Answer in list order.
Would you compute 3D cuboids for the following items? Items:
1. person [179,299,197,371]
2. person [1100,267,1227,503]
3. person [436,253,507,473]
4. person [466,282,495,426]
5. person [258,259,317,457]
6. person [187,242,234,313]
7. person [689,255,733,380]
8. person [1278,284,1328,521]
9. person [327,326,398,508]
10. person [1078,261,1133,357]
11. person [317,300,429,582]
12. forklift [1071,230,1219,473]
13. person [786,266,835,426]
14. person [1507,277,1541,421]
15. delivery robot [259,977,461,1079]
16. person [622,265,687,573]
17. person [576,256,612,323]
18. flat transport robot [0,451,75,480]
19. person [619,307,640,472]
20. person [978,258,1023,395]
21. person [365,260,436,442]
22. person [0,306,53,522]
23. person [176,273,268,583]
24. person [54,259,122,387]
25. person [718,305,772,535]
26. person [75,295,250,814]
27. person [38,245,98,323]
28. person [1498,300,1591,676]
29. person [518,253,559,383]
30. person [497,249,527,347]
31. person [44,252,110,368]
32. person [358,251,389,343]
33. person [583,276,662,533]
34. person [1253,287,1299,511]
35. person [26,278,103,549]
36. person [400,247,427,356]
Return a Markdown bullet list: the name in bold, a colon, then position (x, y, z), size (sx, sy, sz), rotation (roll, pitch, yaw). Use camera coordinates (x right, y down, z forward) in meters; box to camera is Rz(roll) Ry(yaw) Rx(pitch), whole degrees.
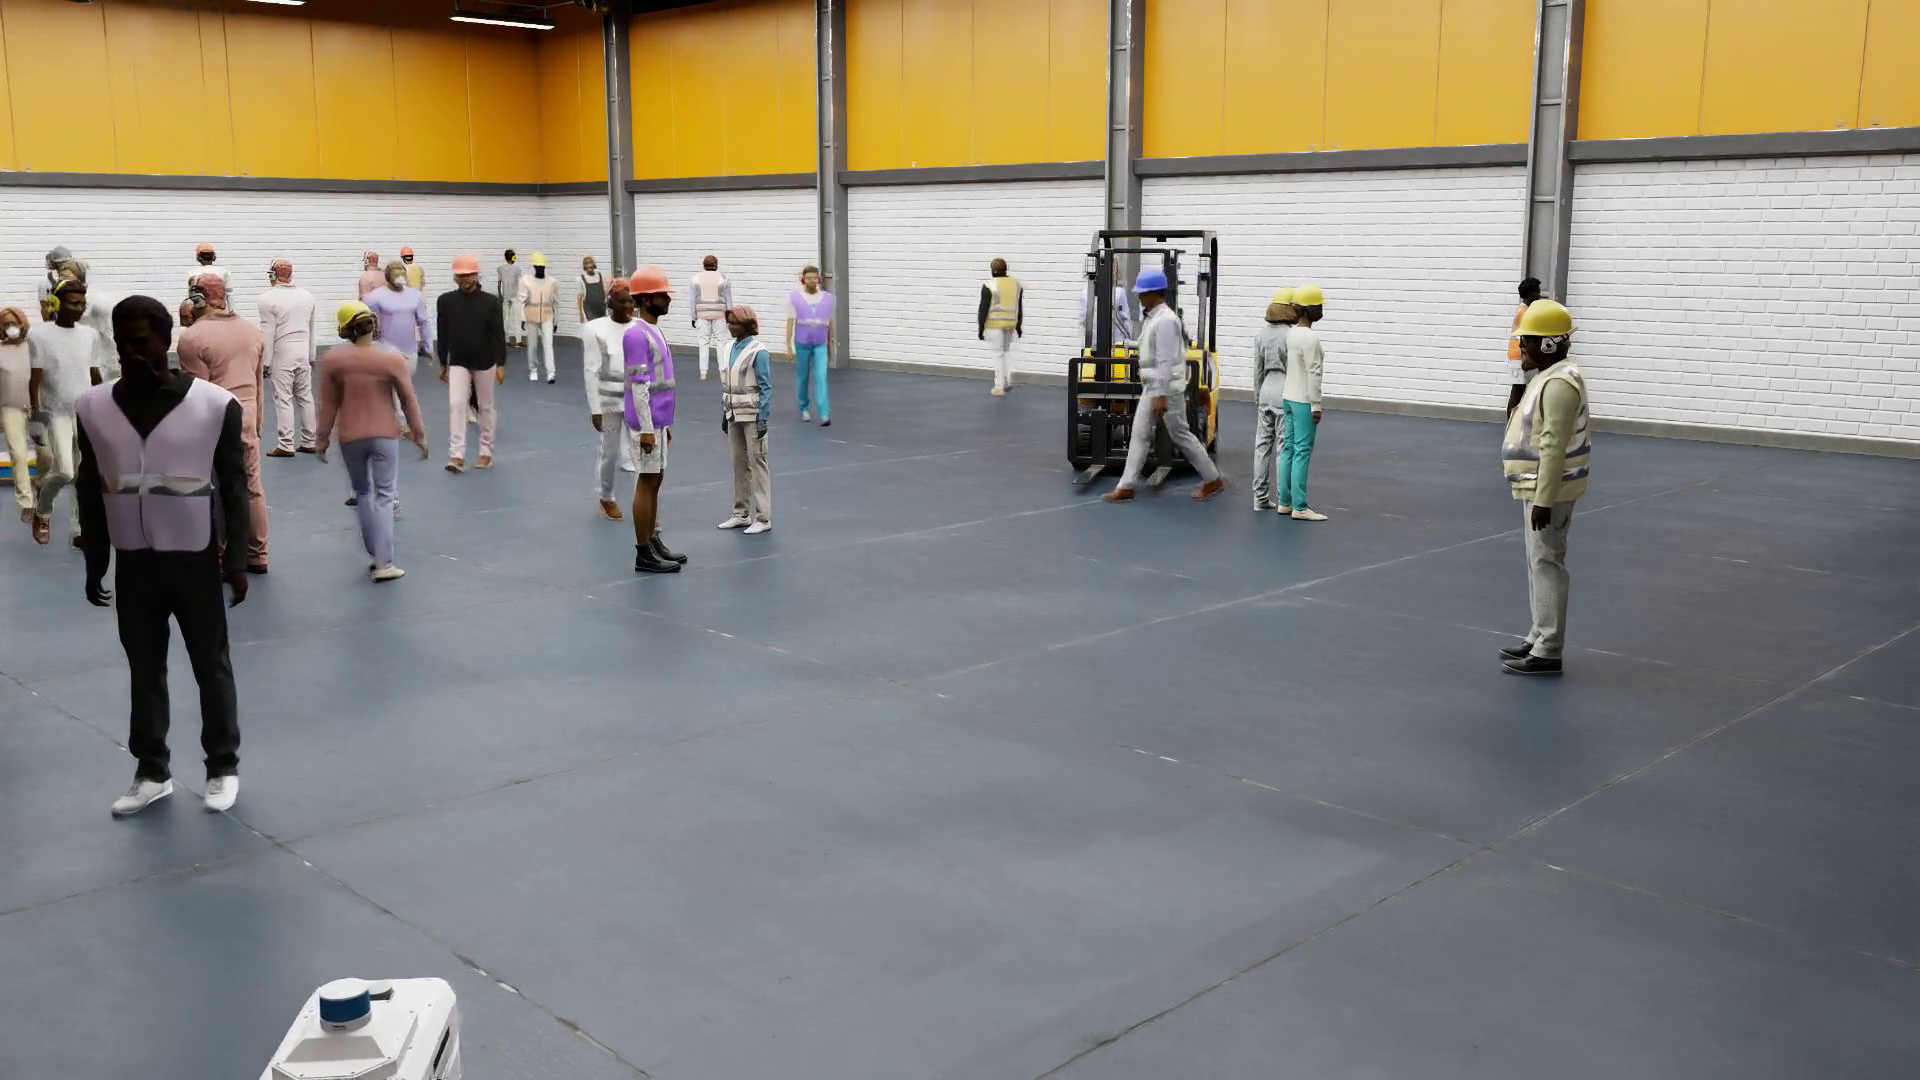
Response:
- **person**: position (-6.077, -1.117, 13.321), size (0.307, 1.644, 0.511), rotation (-7, 13, -35)
- **person**: position (1.662, -1.223, 13.243), size (1.006, 1.899, 0.629), rotation (-2, 11, -9)
- **person**: position (-4.417, -1.576, 14.951), size (0.653, 1.955, 0.933), rotation (0, 10, -3)
- **person**: position (-5.410, -2.082, 18.512), size (0.534, 1.667, 0.779), rotation (-9, 14, -42)
- **person**: position (-6.523, -1.758, 16.097), size (0.409, 1.907, 0.651), rotation (5, 11, 25)
- **person**: position (-10.445, -3.123, 23.202), size (0.608, 2.032, 0.404), rotation (-10, 14, -42)
- **person**: position (-3.678, -3.295, 24.659), size (0.635, 1.840, 0.429), rotation (0, 10, -2)
- **person**: position (2.594, -1.032, 12.515), size (0.311, 1.771, 0.527), rotation (-2, 11, -11)
- **person**: position (-4.560, -0.988, 12.755), size (0.844, 1.590, 0.490), rotation (8, 13, 38)
- **person**: position (1.640, -2.182, 18.515), size (0.683, 1.898, 0.395), rotation (4, 11, 22)
- **person**: position (-3.639, -0.623, 10.366), size (0.652, 1.725, 0.588), rotation (-1, 10, -5)
- **forklift**: position (1.804, -1.825, 15.677), size (1.214, 2.155, 2.313), rotation (2, 11, 13)
- **person**: position (-1.686, -2.197, 18.810), size (0.583, 1.793, 0.996), rotation (-3, 11, -17)
- **person**: position (5.947, -1.918, 17.564), size (0.319, 1.694, 0.532), rotation (4, 11, 21)
- **delivery robot**: position (-1.294, 1.175, 3.533), size (0.477, 0.478, 0.707), rotation (-1, 10, -6)
- **person**: position (-1.948, -0.765, 10.589), size (0.353, 1.942, 0.545), rotation (0, 10, 0)
- **person**: position (-6.014, -3.742, 27.206), size (0.565, 1.803, 0.816), rotation (-7, 12, -32)
- **flat transport robot**: position (-8.133, -0.641, 14.471), size (1.431, 0.197, 0.652), rotation (-4, 11, -22)
- **person**: position (-2.936, -1.412, 14.976), size (0.550, 1.619, 0.476), rotation (-8, 13, -39)
- **person**: position (0.521, -2.848, 22.250), size (0.658, 1.827, 0.481), rotation (-7, 12, -33)
- **person**: position (-5.920, -2.005, 17.521), size (0.648, 1.892, 1.040), rotation (-10, 14, -42)
- **person**: position (-7.113, -0.979, 12.659), size (0.502, 1.611, 0.700), rotation (-6, 12, -30)
- **person**: position (-4.572, -0.687, 10.275), size (0.409, 1.904, 0.639), rotation (3, 11, 17)
- **person**: position (-8.002, -1.562, 15.017), size (0.655, 1.901, 0.908), rotation (6, 12, 28)
- **person**: position (-1.540, -0.862, 11.947), size (0.307, 1.636, 0.525), rotation (-9, 14, -41)
- **person**: position (-2.933, 0.058, 6.162), size (0.596, 1.916, 0.372), rotation (-1, 10, -4)
- **person**: position (-11.351, -2.770, 21.250), size (0.694, 2.000, 0.633), rotation (-7, 13, -35)
- **person**: position (2.847, -0.253, 8.126), size (0.403, 1.825, 0.591), rotation (3, 11, 14)
- **person**: position (-6.120, -3.228, 24.214), size (0.605, 1.877, 1.014), rotation (-4, 11, -23)
- **person**: position (-8.577, -4.615, 31.792), size (0.535, 1.864, 0.309), rotation (2, 11, 12)
- **person**: position (-13.071, -3.281, 24.405), size (0.913, 1.913, 0.624), rotation (0, 10, -3)
- **person**: position (-8.414, -3.185, 23.878), size (0.407, 1.906, 0.654), rotation (3, 11, 14)
- **person**: position (-2.471, -1.003, 12.172), size (0.614, 1.848, 0.947), rotation (-5, 12, -27)
- **person**: position (2.477, -1.068, 12.804), size (0.308, 1.736, 0.484), rotation (-8, 13, -37)
- **person**: position (-6.053, -0.834, 11.236), size (0.499, 1.843, 0.536), rotation (6, 12, 29)
- **person**: position (-9.637, -4.170, 29.188), size (0.374, 1.929, 0.542), rotation (8, 13, 38)
